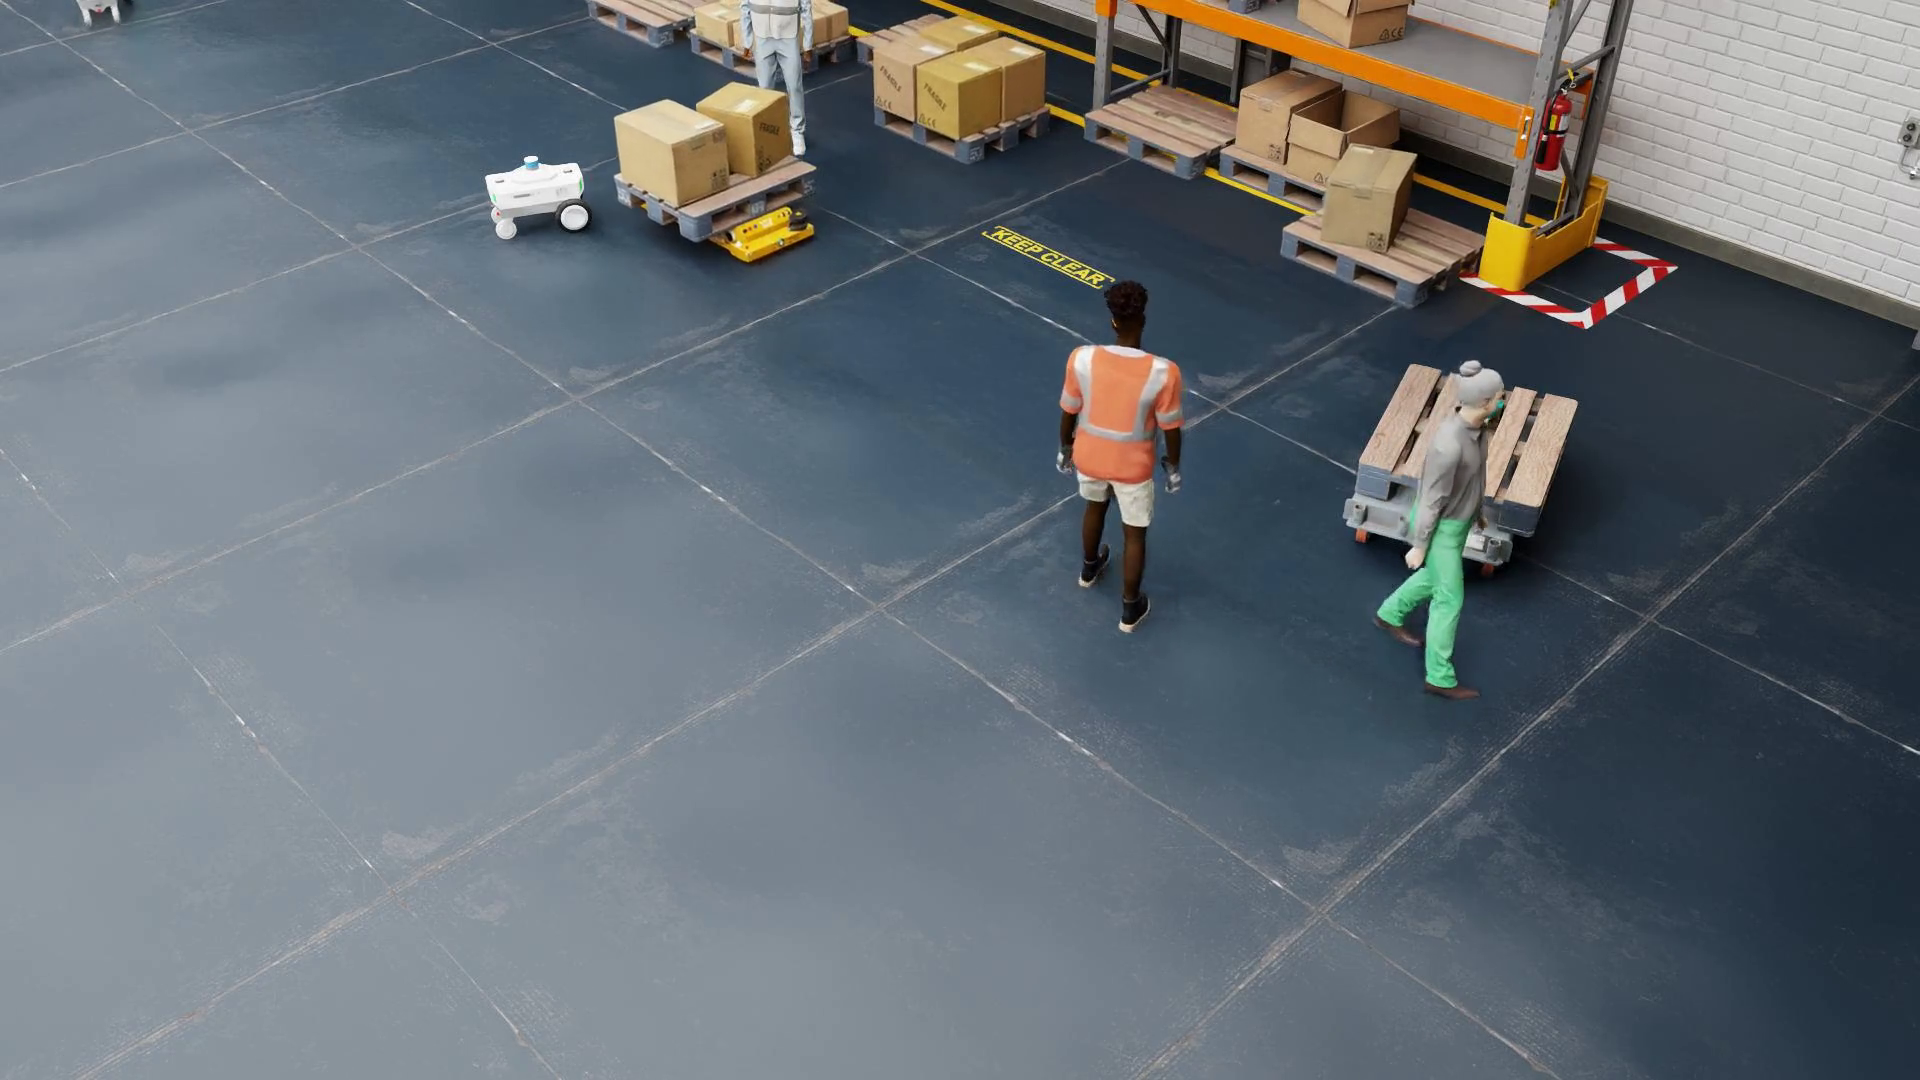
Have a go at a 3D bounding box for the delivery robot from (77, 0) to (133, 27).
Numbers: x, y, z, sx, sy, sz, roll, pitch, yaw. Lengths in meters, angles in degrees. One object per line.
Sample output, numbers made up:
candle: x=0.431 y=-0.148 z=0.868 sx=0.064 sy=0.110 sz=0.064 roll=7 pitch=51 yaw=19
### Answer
delivery robot: x=-8.581 y=-5.483 z=16.570 sx=0.499 sy=0.612 sz=0.814 roll=-11 pitch=39 yaw=-15

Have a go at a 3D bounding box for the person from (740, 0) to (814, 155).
person: x=-1.484 y=-4.104 z=13.608 sx=0.589 sy=1.912 sz=0.396 roll=2 pitch=37 yaw=3

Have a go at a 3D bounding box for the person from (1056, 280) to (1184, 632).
person: x=0.842 y=-0.450 z=8.750 sx=0.687 sy=1.932 sz=0.559 roll=15 pitch=40 yaw=19

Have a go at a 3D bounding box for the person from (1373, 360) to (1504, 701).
person: x=2.475 y=-0.095 z=8.383 sx=0.696 sy=1.812 sz=0.568 roll=21 pitch=42 yaw=25

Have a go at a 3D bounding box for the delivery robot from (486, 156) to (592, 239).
delivery robot: x=-3.244 y=-2.657 z=12.825 sx=0.813 sy=0.609 sz=0.499 roll=-12 pitch=39 yaw=-16

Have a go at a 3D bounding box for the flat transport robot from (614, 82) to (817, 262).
flat transport robot: x=-1.857 y=-2.567 z=12.931 sx=1.431 sy=0.231 sz=0.659 roll=31 pitch=47 yaw=34
